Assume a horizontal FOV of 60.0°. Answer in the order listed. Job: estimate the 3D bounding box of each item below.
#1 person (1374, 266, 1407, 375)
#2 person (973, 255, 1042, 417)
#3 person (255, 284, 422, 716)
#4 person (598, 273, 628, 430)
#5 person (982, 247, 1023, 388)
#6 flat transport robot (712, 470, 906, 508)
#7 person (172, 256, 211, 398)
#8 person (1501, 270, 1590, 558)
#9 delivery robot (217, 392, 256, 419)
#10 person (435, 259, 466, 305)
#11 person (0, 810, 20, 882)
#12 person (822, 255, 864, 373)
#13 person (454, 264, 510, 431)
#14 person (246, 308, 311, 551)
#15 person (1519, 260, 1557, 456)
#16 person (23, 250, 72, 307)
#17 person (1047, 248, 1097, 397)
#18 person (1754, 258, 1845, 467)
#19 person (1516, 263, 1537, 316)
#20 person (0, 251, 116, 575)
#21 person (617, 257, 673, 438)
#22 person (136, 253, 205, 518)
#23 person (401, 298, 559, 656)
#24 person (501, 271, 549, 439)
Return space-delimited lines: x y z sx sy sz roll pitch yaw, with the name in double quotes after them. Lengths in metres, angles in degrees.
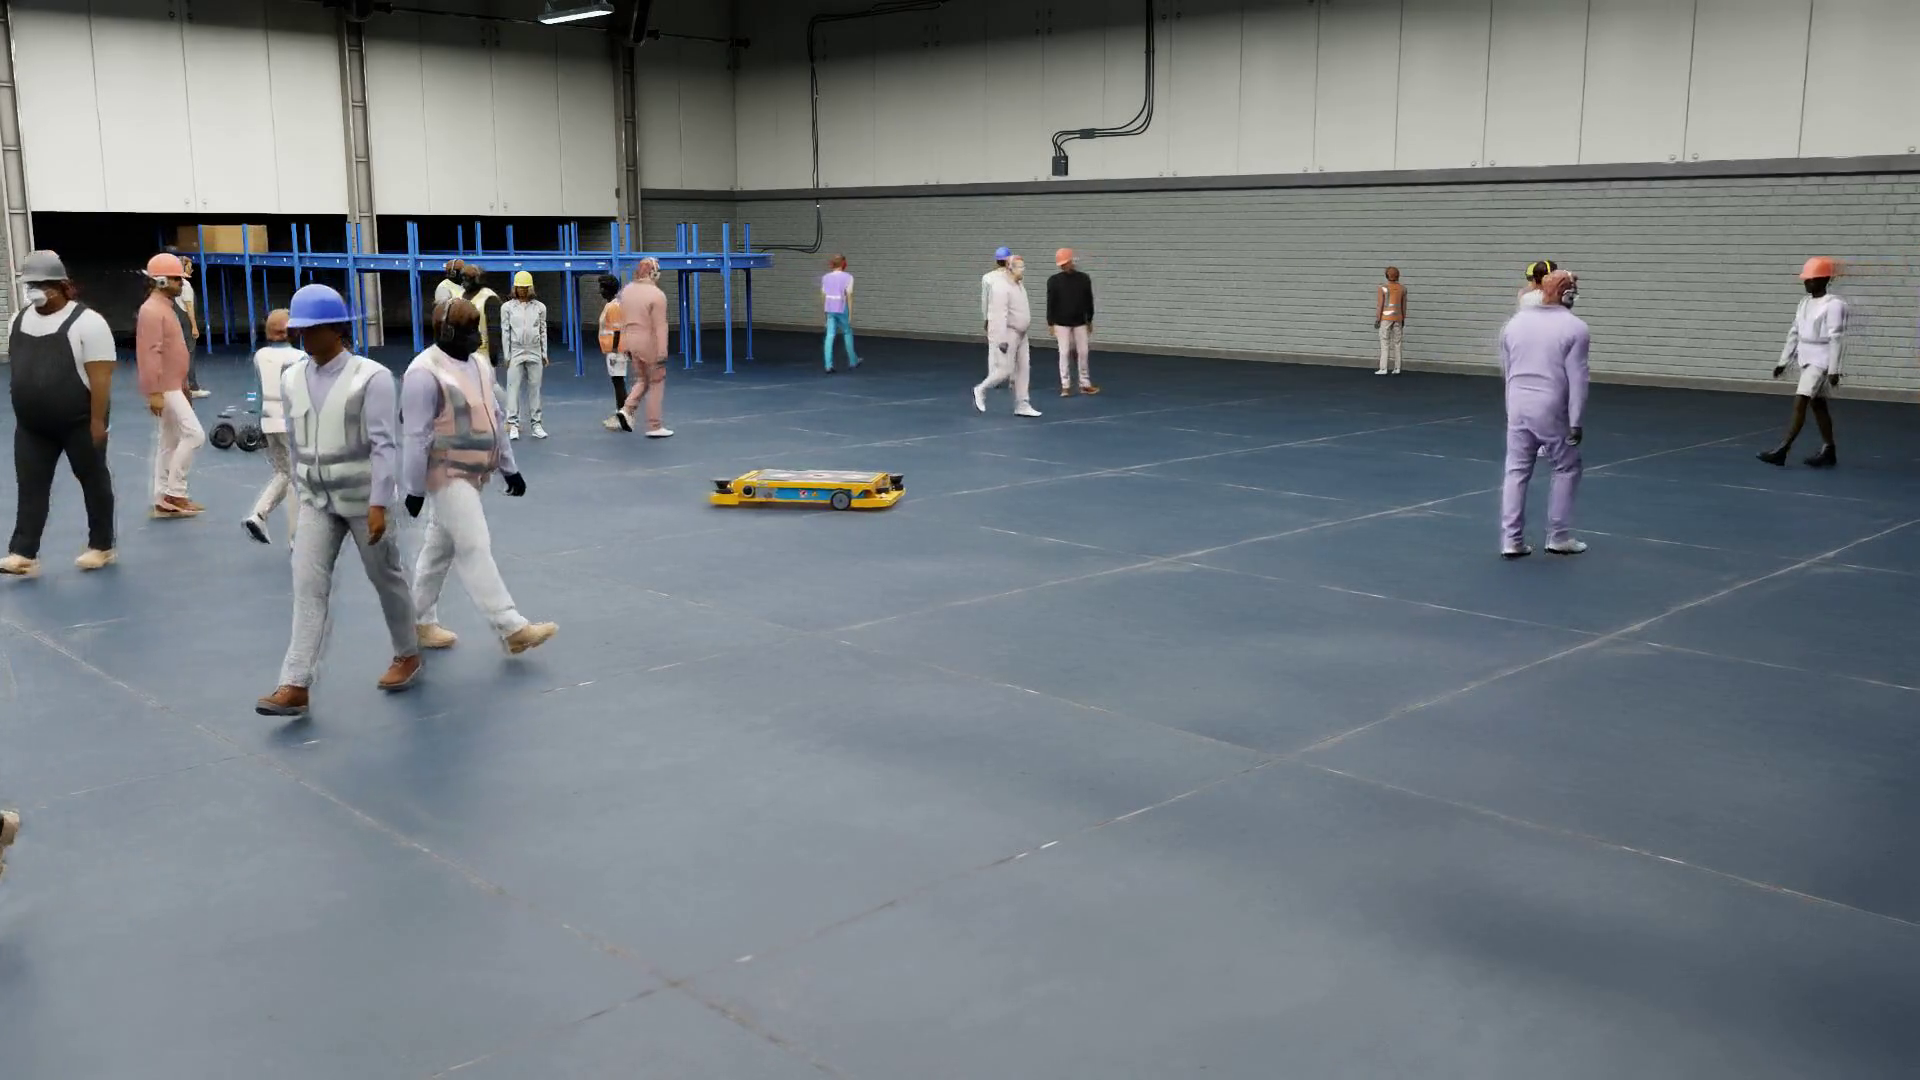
6.529 -3.320 25.225 0.524 1.639 0.308 -4 11 -19 "person"
0.565 -2.381 19.411 0.757 1.884 0.652 5 12 28 "person"
-2.767 -0.186 7.433 0.621 1.893 1.007 3 11 15 "person"
-3.792 -2.063 18.212 0.322 1.696 0.530 -3 11 -14 "person"
0.600 -3.093 23.138 0.605 1.951 0.383 3 11 14 "person"
-1.194 -0.418 13.252 1.431 0.197 0.652 2 10 8 "flat transport robot"
-10.158 -2.792 21.806 0.506 1.839 0.343 8 13 37 "person"
3.882 -0.826 10.953 0.720 1.877 0.672 -9 14 -40 "person"
-7.088 -1.365 16.680 0.335 0.223 0.698 6 12 31 "delivery robot"
-5.922 -2.390 19.646 0.430 1.835 0.619 2 11 12 "person"
-3.295 0.255 4.885 0.687 1.947 0.618 -9 13 -39 "person"
-1.851 -3.508 25.800 0.583 1.795 0.985 5 11 25 "person"
-5.097 -2.020 17.666 0.635 1.817 0.805 6 12 31 "person"
-4.508 -0.722 11.094 0.514 1.629 0.416 6 12 31 "person"
5.580 -1.759 16.090 0.309 1.868 0.535 -3 11 -16 "person"
-10.619 -2.419 19.498 0.552 1.935 0.369 -1 10 -3 "person"
1.448 -2.850 21.822 0.663 1.946 0.508 -2 11 -10 "person"
7.687 -1.615 15.202 0.922 1.893 0.574 0 10 -2 "person"
7.330 -2.669 21.368 0.521 1.758 0.348 -7 13 -35 "person"
-5.651 -0.762 10.301 0.703 2.000 0.901 1 10 5 "person"
-3.286 -2.007 17.378 0.664 1.888 0.490 8 13 38 "person"
-5.872 -1.143 12.449 0.547 1.970 0.638 -3 11 -16 "person"
-2.479 -0.318 8.422 0.941 1.790 0.637 2 11 9 "person"
-4.535 -1.934 17.392 0.487 1.741 0.312 -6 12 -30 "person"
